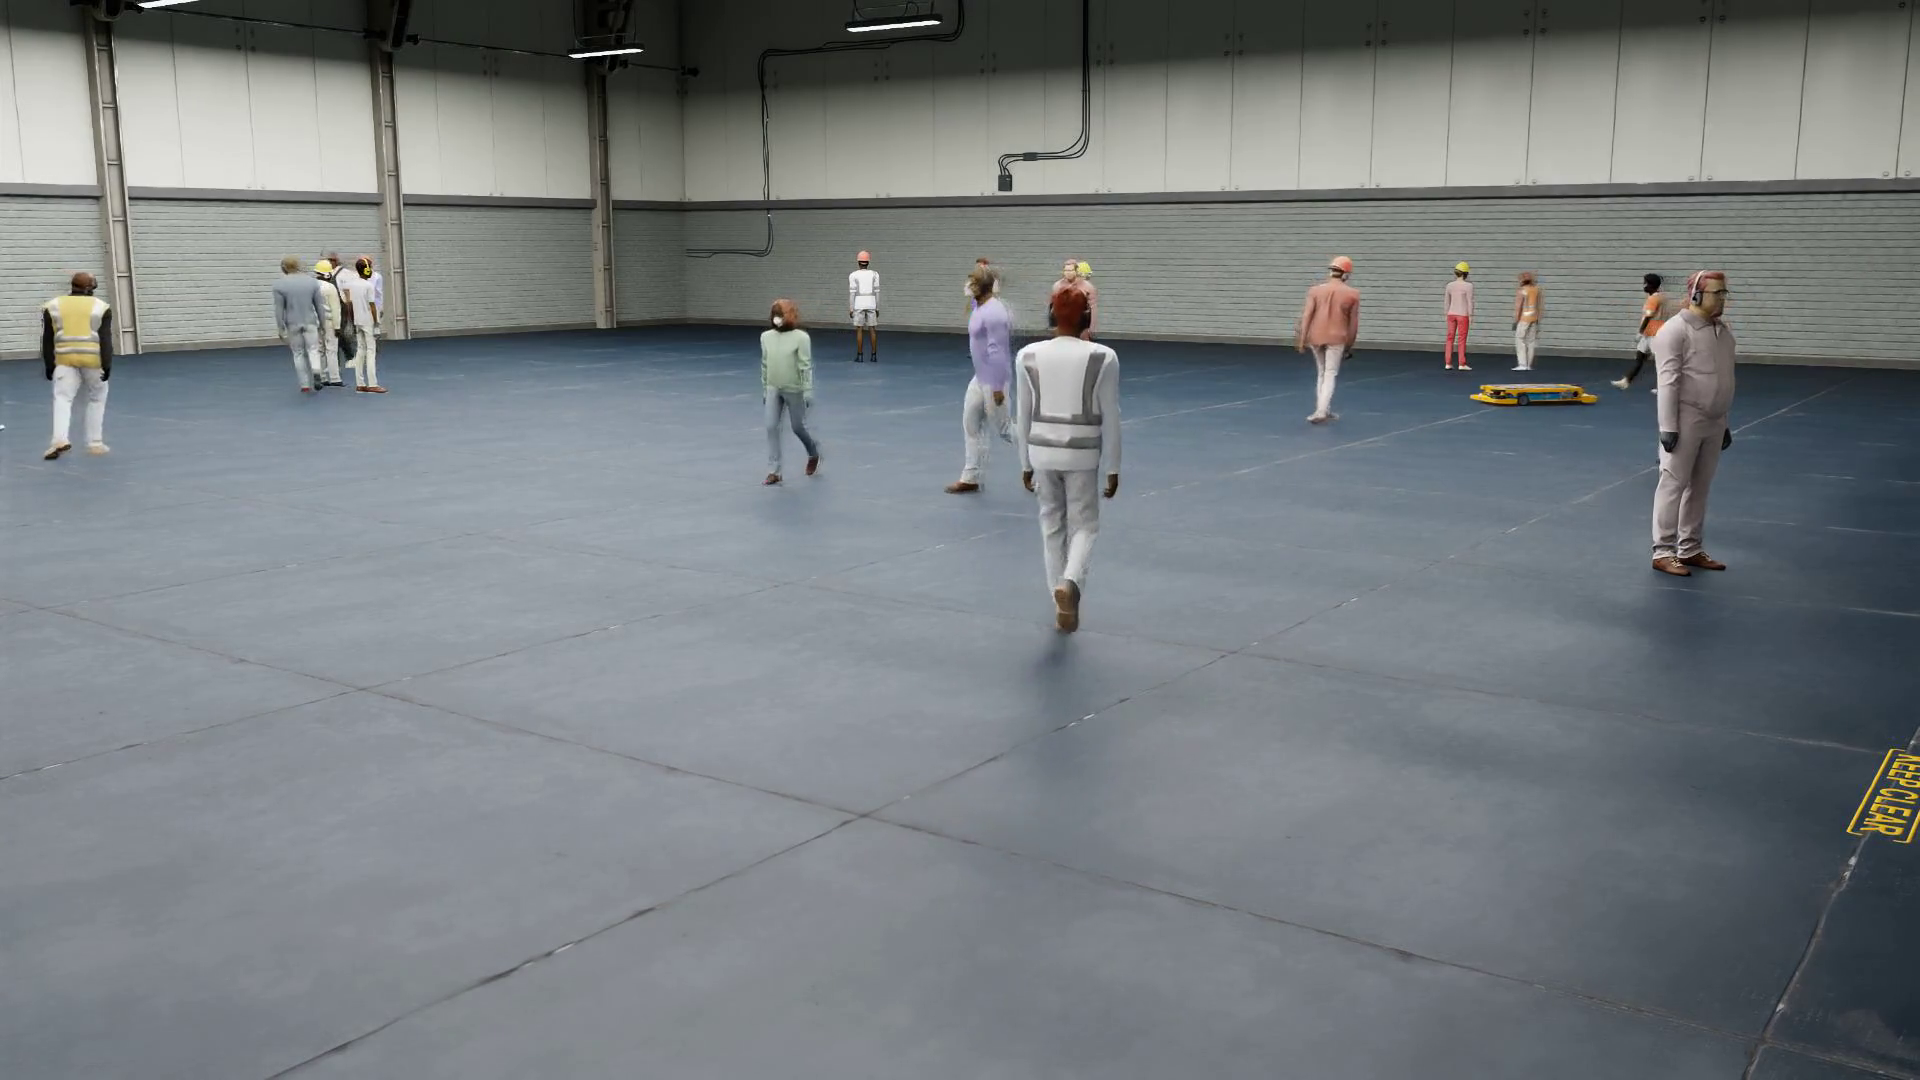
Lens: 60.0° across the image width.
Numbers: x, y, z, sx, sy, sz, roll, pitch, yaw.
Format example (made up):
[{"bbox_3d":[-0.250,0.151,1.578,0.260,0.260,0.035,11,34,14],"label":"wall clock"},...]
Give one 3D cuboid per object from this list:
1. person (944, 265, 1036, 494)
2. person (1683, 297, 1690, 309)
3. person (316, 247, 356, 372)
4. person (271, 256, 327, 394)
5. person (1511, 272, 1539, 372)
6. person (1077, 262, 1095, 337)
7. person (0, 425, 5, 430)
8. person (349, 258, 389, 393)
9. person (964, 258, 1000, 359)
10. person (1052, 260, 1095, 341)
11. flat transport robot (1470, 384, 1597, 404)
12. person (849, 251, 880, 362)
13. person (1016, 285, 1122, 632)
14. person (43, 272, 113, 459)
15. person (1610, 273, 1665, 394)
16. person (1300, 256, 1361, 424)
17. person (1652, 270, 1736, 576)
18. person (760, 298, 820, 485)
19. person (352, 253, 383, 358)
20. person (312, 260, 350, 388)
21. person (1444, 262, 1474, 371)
[{"bbox_3d":[0.355,-1.318,13.791,0.909,1.908,0.639,-2,10,-13],"label":"person"},{"bbox_3d":[6.686,-1.418,15.140,0.729,1.614,0.529,-6,12,-31],"label":"person"},{"bbox_3d":[-10.115,-3.716,26.803,0.703,2.000,0.536,4,11,23],"label":"person"},{"bbox_3d":[-9.025,-2.934,22.797,0.700,1.903,0.622,-6,12,-32],"label":"person"},{"bbox_3d":[9.181,-3.528,26.969,0.607,1.612,0.323,-7,12,-33],"label":"person"},{"bbox_3d":[1.703,-3.181,24.476,0.757,1.808,0.589,-2,10,-14],"label":"person"},{"bbox_3d":[-10.684,-2.068,17.961,0.614,1.894,0.821,7,12,35],"label":"person"},{"bbox_3d":[-8.250,-2.970,23.103,0.516,1.871,0.325,6,12,31],"label":"person"},{"bbox_3d":[0.358,-4.076,29.480,0.619,1.799,0.940,8,13,39],"label":"person"},{"bbox_3d":[1.578,-3.016,23.488,0.657,1.830,1.057,4,11,22],"label":"person"},{"bbox_3d":[7.446,-1.902,21.599,1.431,0.197,0.652,-2,10,-11],"label":"flat transport robot"},{"bbox_3d":[-1.676,-4.079,29.123,0.542,1.939,0.362,-3,11,-16],"label":"person"},{"bbox_3d":[0.550,-0.405,8.768,0.577,1.865,0.656,3,11,16],"label":"person"},{"bbox_3d":[-8.588,-1.698,16.201,0.661,1.806,0.722,-3,10,-14],"label":"person"},{"bbox_3d":[9.495,-2.856,23.081,0.863,1.650,0.541,4,11,23],"label":"person"},{"bbox_3d":[4.231,-2.298,19.173,0.617,1.942,0.846,7,12,34],"label":"person"},{"bbox_3d":[4.648,-0.737,10.487,0.643,1.912,0.410,-6,12,-32],"label":"person"},{"bbox_3d":[-1.489,-1.308,14.533,0.504,1.610,0.735,4,11,23],"label":"person"},{"bbox_3d":[-10.688,-4.223,30.047,0.550,1.905,0.603,-2,10,-12],"label":"person"},{"bbox_3d":[-9.097,-3.093,23.893,0.592,1.834,0.404,6,12,32],"label":"person"},{"bbox_3d":[8.184,-3.660,27.260,0.324,1.769,0.523,-8,13,-38],"label":"person"}]
